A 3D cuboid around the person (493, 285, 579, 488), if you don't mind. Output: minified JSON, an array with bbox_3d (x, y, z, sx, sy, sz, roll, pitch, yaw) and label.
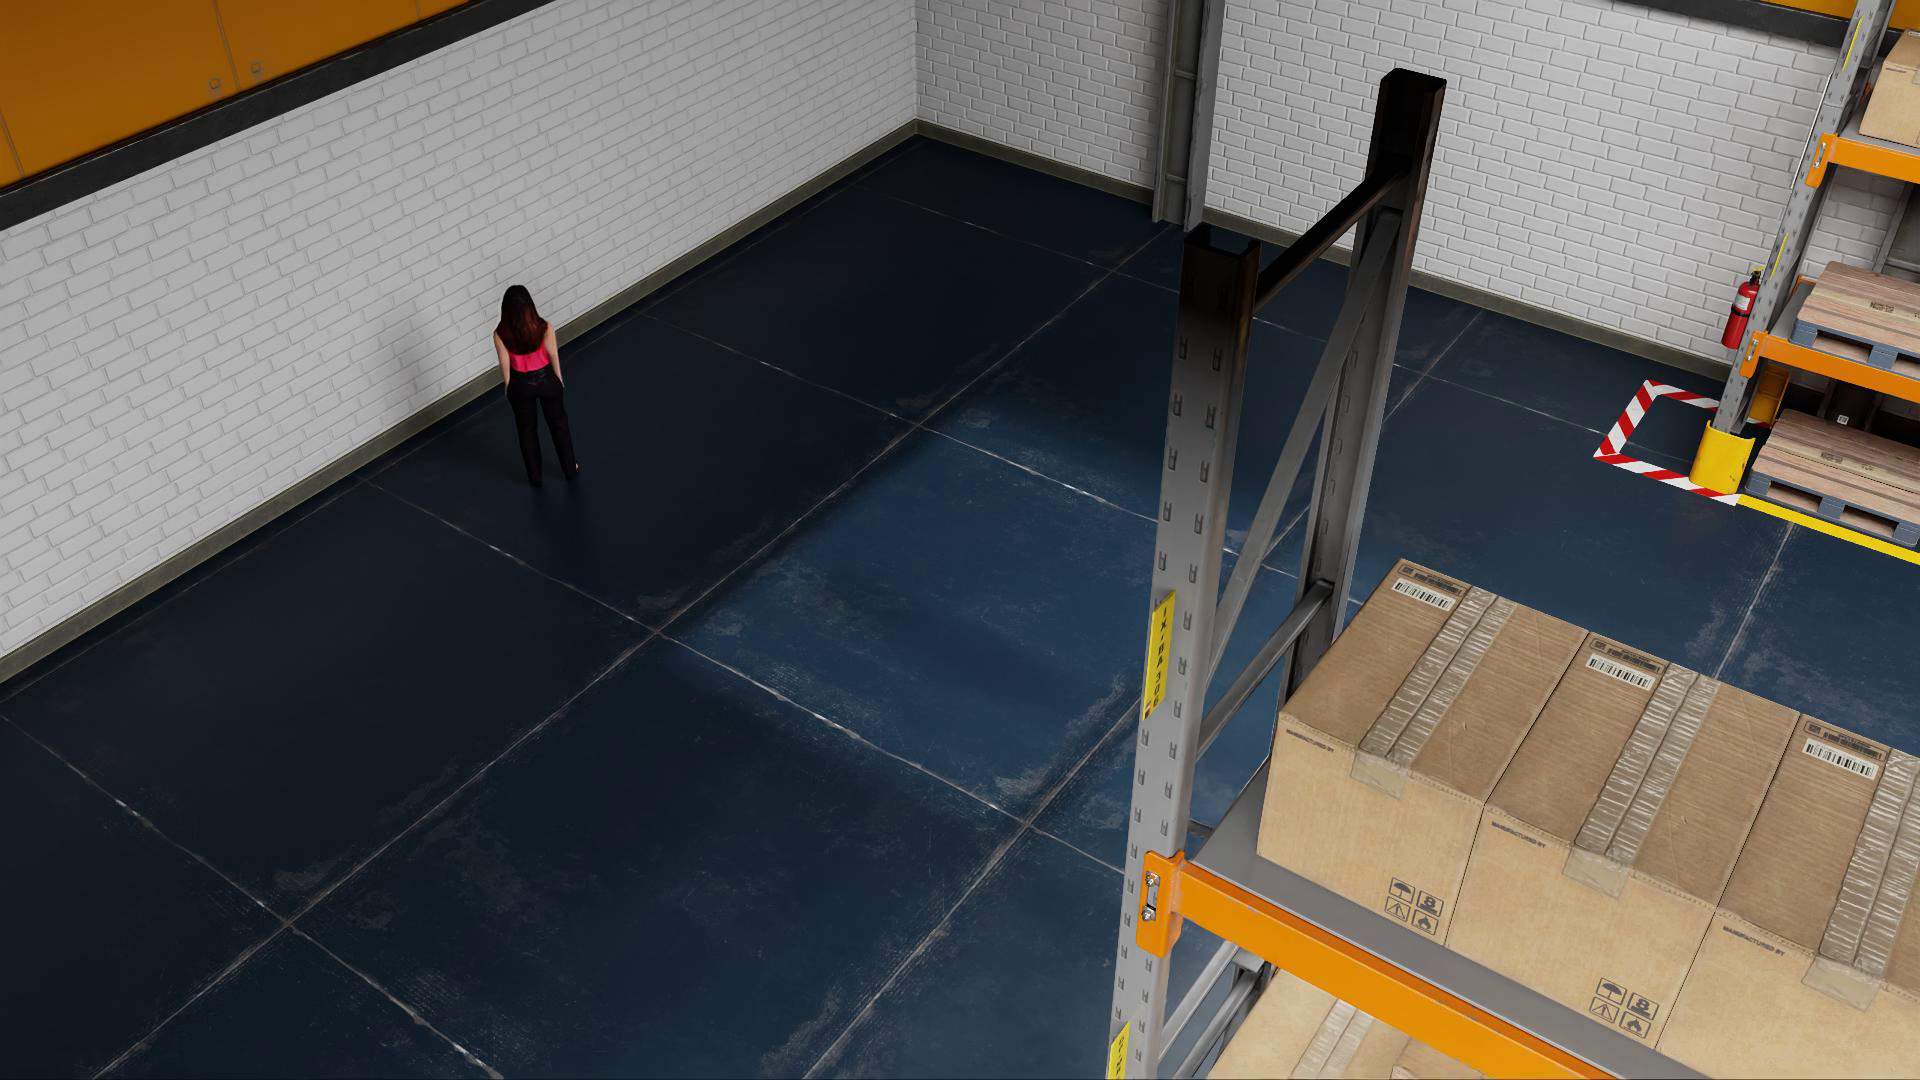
[{"bbox_3d":[-3.099,-1.126,12.114,0.656,1.660,0.697,-10,40,-12],"label":"person"}]
